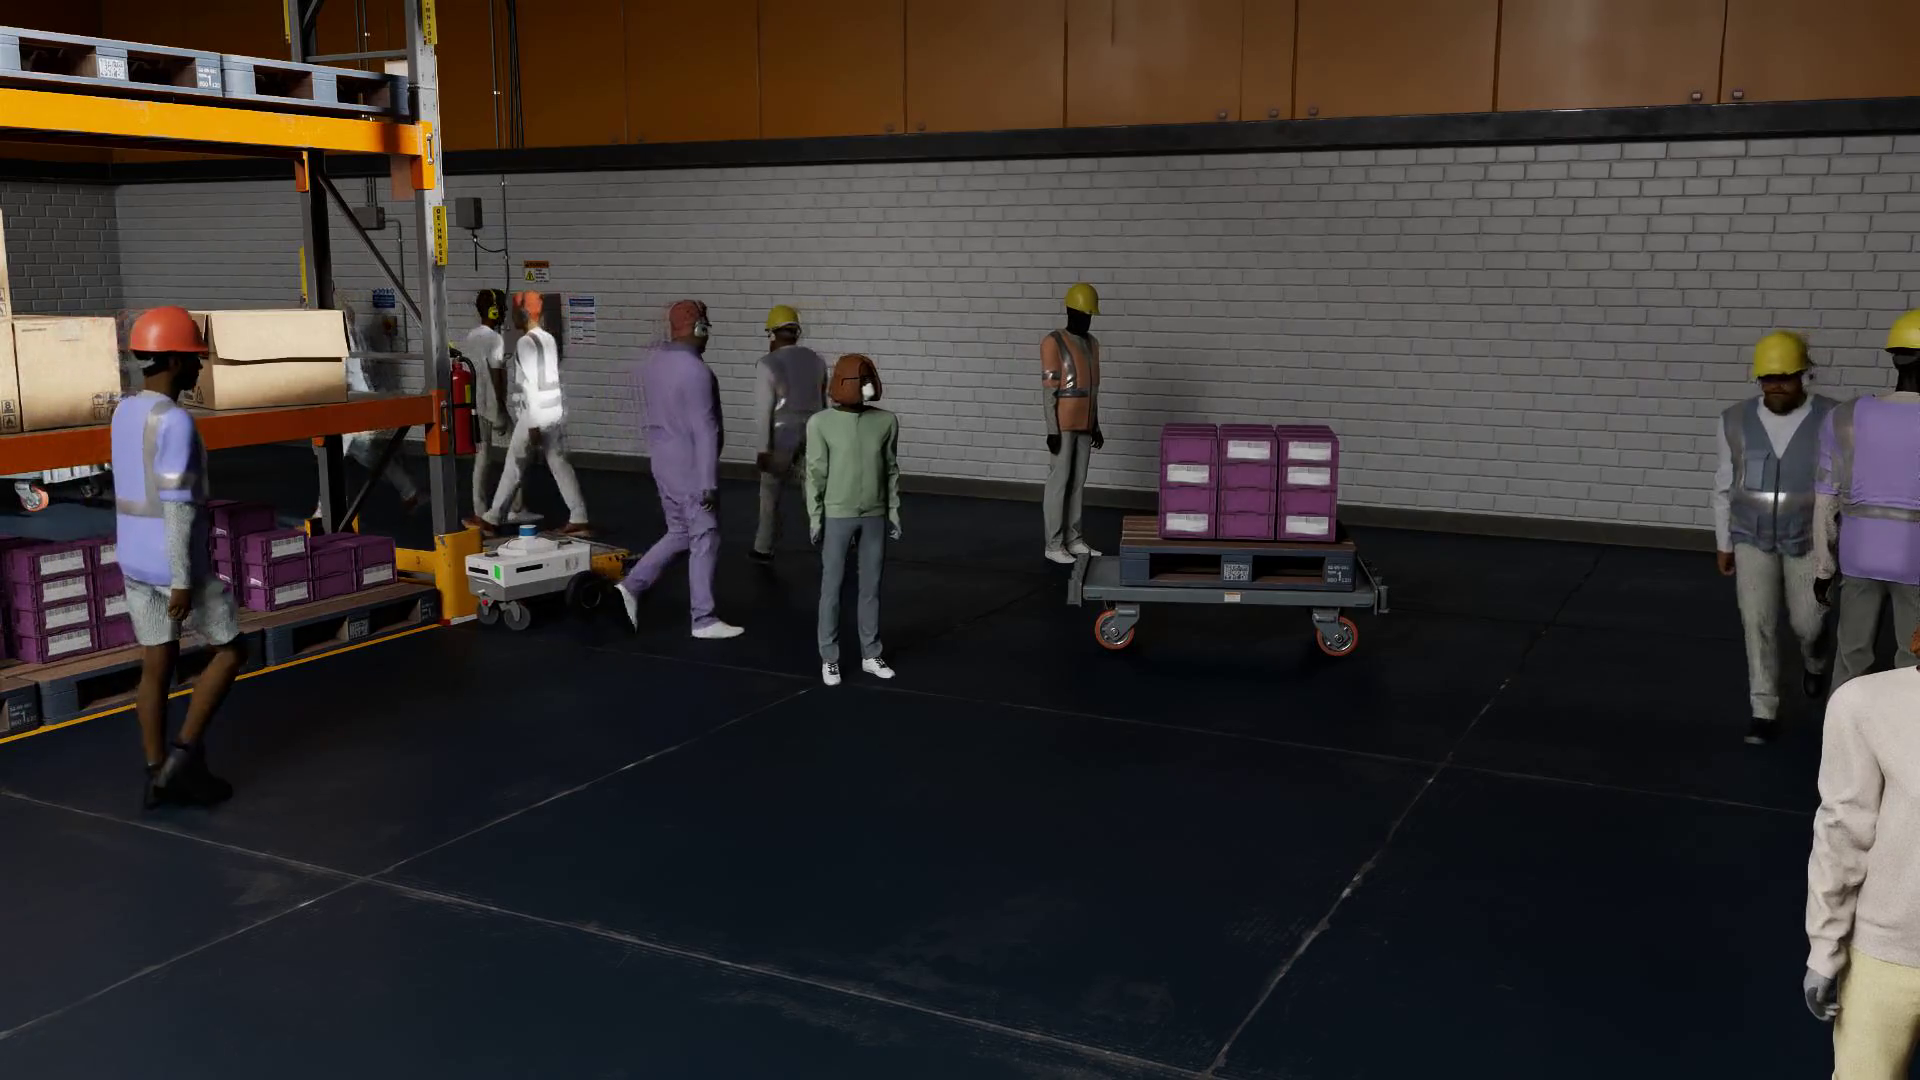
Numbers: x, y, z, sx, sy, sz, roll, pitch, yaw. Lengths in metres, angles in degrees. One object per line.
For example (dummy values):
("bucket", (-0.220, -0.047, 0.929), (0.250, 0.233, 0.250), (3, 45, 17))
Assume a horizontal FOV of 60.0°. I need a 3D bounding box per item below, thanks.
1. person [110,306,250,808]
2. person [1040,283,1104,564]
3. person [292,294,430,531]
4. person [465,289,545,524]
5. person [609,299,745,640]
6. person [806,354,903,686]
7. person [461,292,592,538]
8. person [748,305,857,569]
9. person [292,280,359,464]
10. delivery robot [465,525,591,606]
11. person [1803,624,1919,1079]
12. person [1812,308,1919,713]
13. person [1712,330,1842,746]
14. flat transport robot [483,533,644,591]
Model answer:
("person", (-3.004, 0.079, 6.356), (0.542, 1.921, 0.432), (7, 12, 36))
("person", (0.794, -0.802, 11.475), (0.382, 1.917, 0.585), (8, 13, 38))
("person", (-4.614, -0.996, 12.741), (1.039, 1.885, 0.663), (-6, 12, -32))
("person", (-3.602, -1.021, 12.978), (0.569, 1.846, 0.607), (7, 12, 37))
("person", (-1.547, -0.368, 9.059), (0.634, 1.882, 0.671), (-7, 12, -33))
("person", (-0.521, -0.104, 8.246), (0.507, 1.634, 0.272), (-5, 11, -27))
("person", (-3.221, -0.920, 12.385), (0.954, 1.831, 0.588), (2, 10, 9))
("person", (-1.090, -0.680, 11.173), (0.631, 1.789, 0.889), (-9, 13, -43))
("person", (-6.405, -1.736, 16.821), (0.635, 1.937, 0.353), (-2, 10, -12))
("delivery robot", (-2.487, 0.155, 9.605), (0.477, 0.478, 0.707), (8, 12, 38))
("person", (1.832, 0.794, 3.080), (0.497, 1.629, 0.277), (4, 11, 21))
("person", (3.520, 0.097, 6.248), (0.381, 1.923, 0.591), (-9, 13, -42))
("person", (3.649, -0.025, 7.330), (0.632, 1.797, 0.700), (7, 12, 35))
("flat transport robot", (-2.661, 0.141, 10.776), (0.652, 0.197, 1.431), (-9, 13, -43))
